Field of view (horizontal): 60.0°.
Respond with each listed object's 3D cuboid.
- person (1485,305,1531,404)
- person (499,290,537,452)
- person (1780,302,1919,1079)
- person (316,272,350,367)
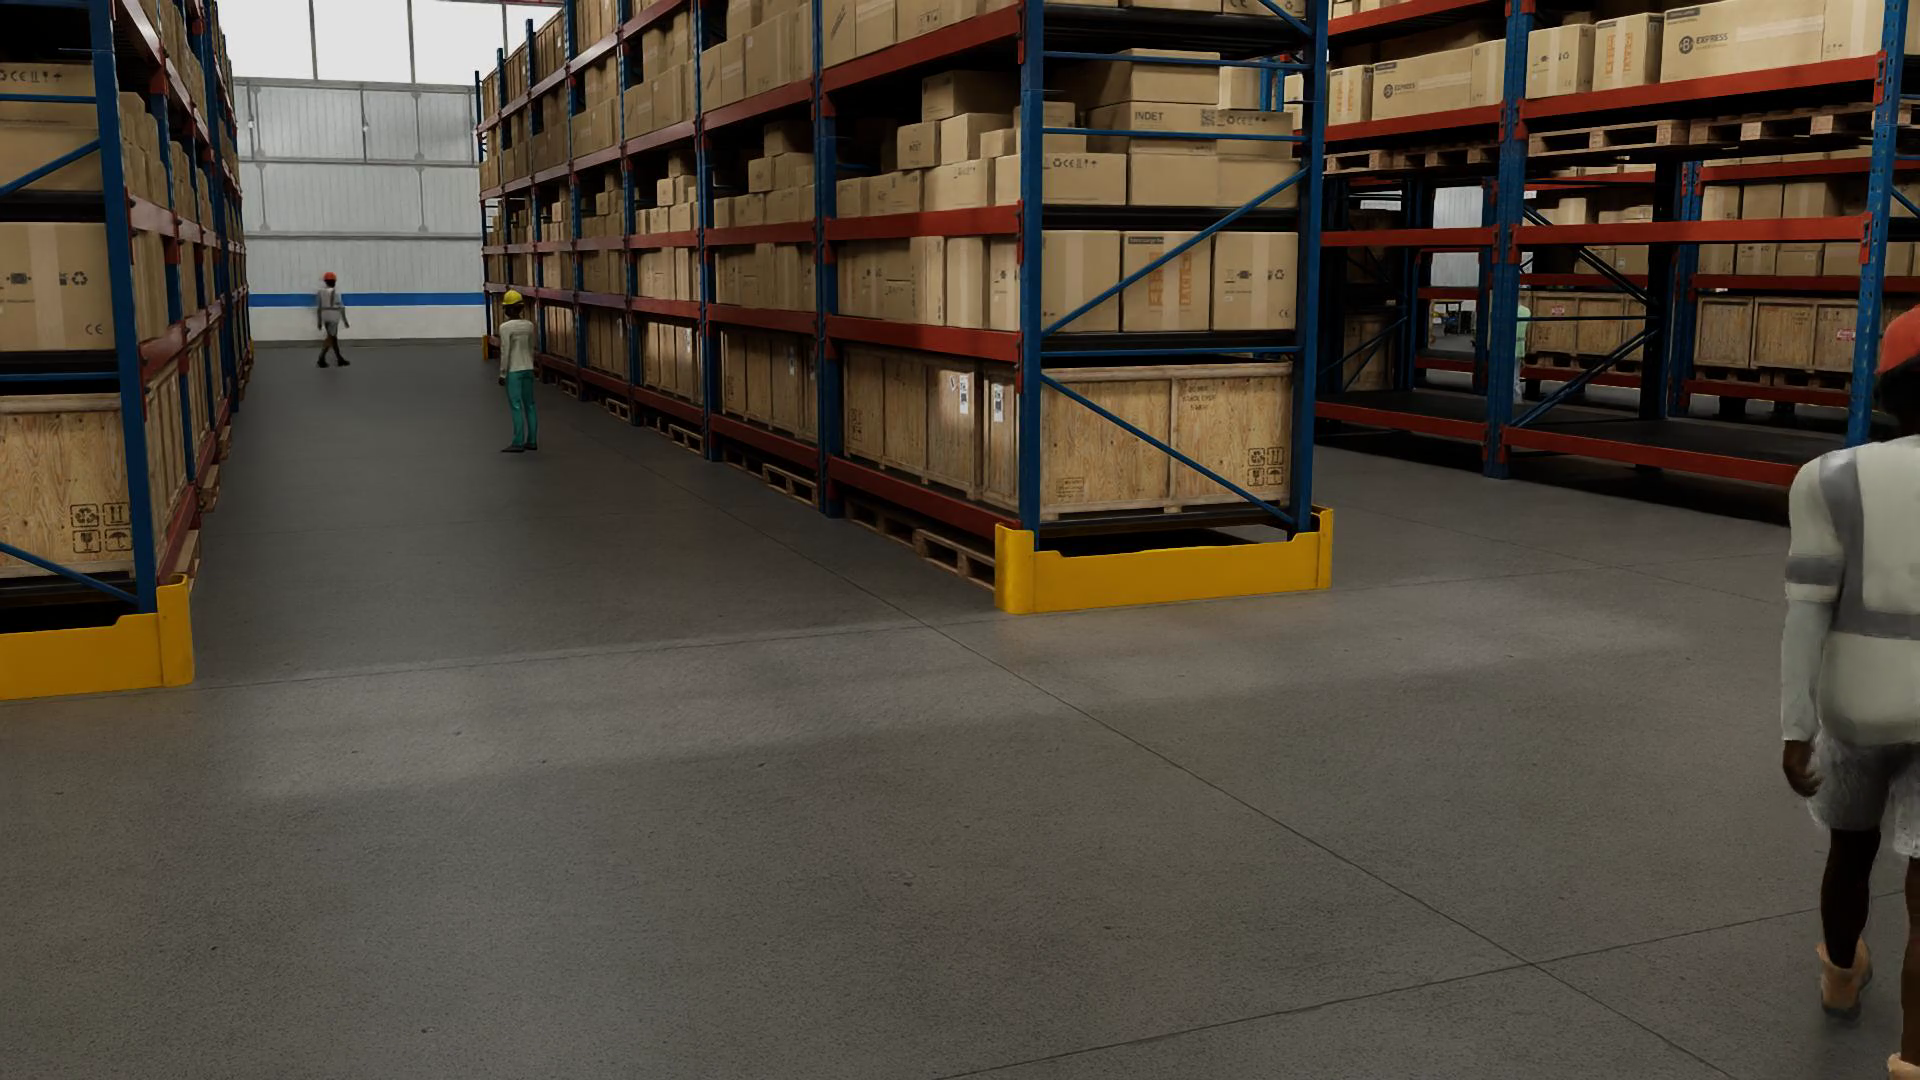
[{"bbox_3d":[6.547,-2.161,19.883,0.571,1.849,0.382,-4,10,-24],"label":"person"},{"bbox_3d":[-4.852,-1.838,18.205,0.309,1.769,0.524,4,10,24],"label":"person"},{"bbox_3d":[2.353,0.410,4.109,0.612,1.975,1.111,5,11,29],"label":"person"},{"bbox_3d":[-12.531,-4.375,33.025,0.541,1.900,0.984,4,10,23],"label":"person"}]
